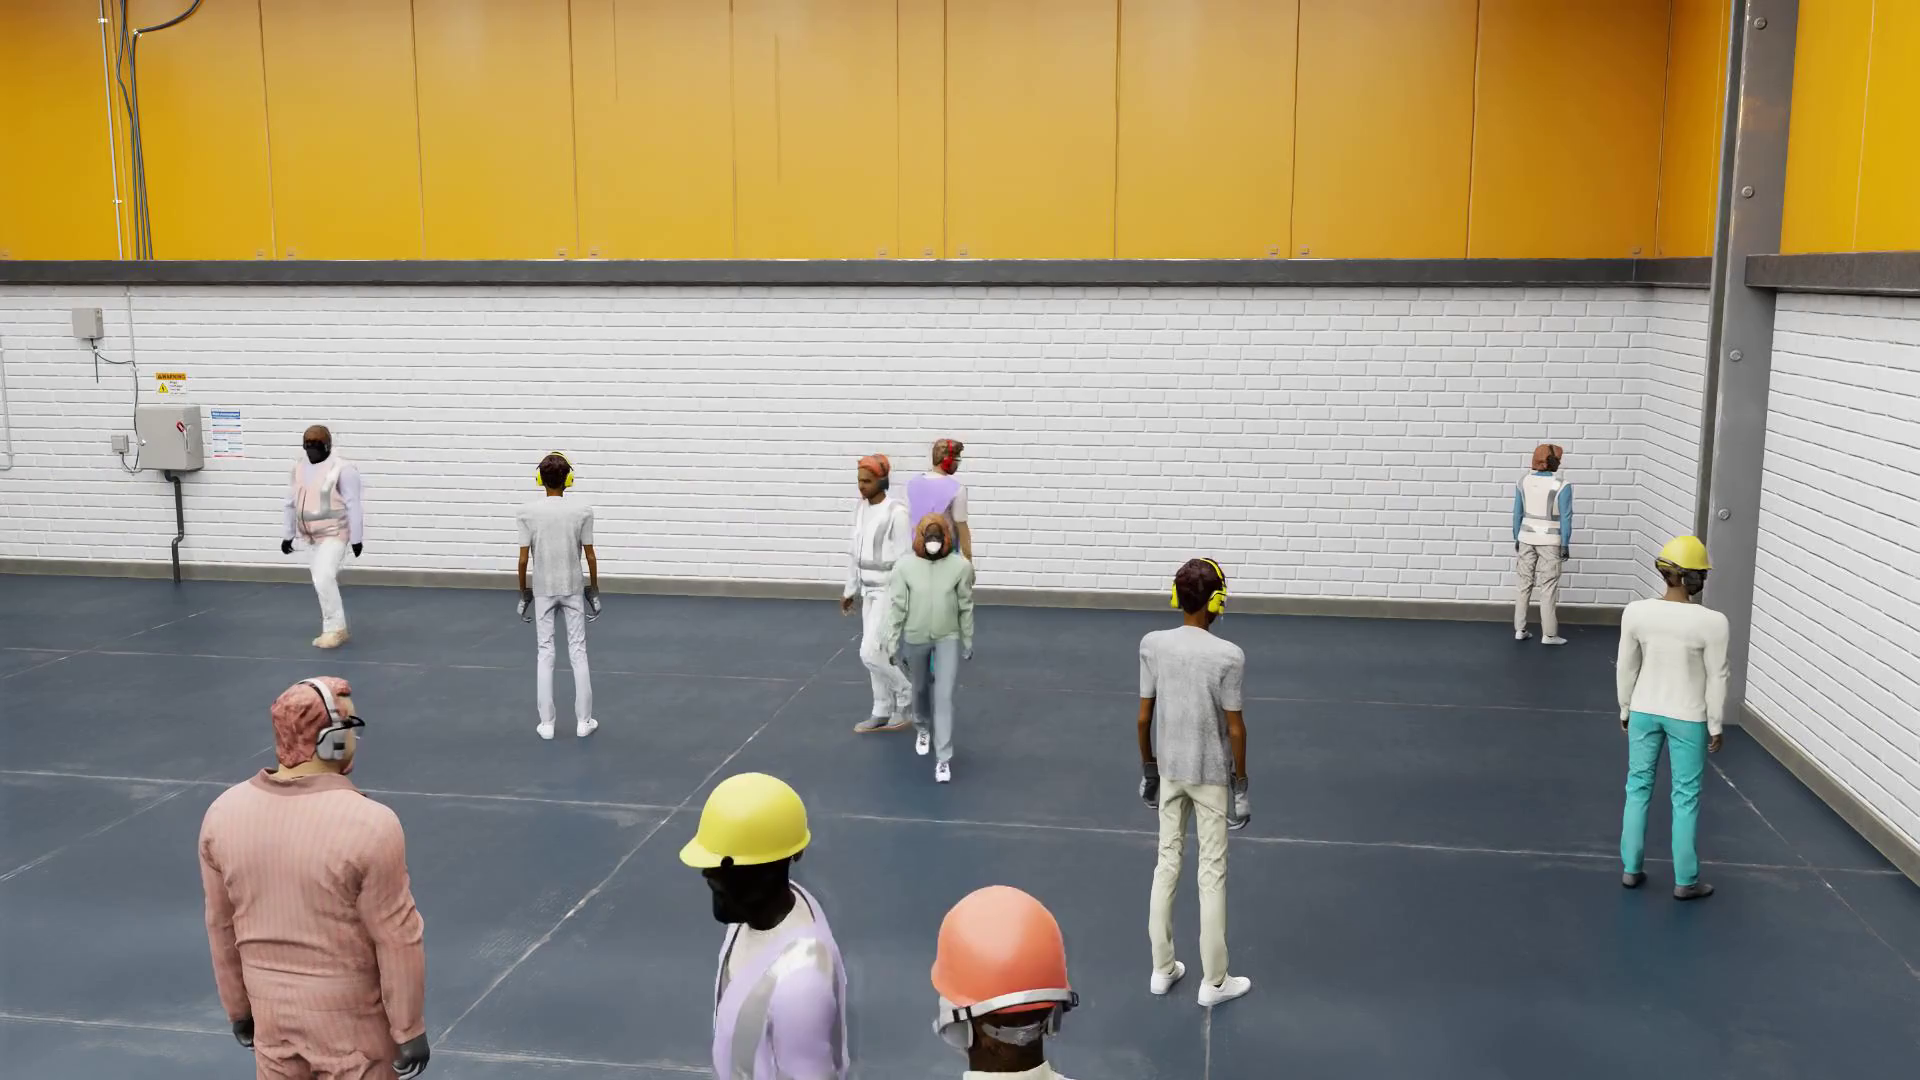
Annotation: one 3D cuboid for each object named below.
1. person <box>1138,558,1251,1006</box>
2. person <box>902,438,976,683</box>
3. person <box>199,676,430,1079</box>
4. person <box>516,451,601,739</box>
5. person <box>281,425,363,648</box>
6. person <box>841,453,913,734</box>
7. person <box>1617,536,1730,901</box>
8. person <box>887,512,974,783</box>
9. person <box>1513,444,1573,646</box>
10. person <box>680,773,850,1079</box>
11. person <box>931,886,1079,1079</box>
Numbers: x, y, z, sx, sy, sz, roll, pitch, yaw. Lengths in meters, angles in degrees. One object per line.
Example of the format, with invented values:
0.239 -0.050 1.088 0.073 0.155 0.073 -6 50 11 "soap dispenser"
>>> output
0.978 0.995 6.908 0.512 1.865 0.329 6 11 35 "person"
-0.160 0.160 12.211 0.456 1.818 0.575 -8 12 -42 "person"
-1.791 1.325 4.742 0.654 1.904 0.406 3 10 16 "person"
-2.609 0.364 10.811 0.538 1.860 0.313 -2 9 -12 "person"
-5.120 -0.021 13.313 0.648 1.815 0.523 5 10 28 "person"
-0.536 0.360 10.810 0.412 1.867 0.599 -5 10 -28 "person"
3.450 0.855 8.076 0.329 1.765 0.526 -9 13 -44 "person"
-0.180 0.611 10.148 0.524 1.586 0.880 0 9 -3 "person"
4.721 0.037 13.515 0.315 1.636 0.515 -7 12 -37 "person"
-0.368 1.454 3.976 0.806 1.900 0.597 -2 9 -12 "person"
0.065 1.569 3.099 0.657 1.938 1.019 -4 10 -21 "person"
